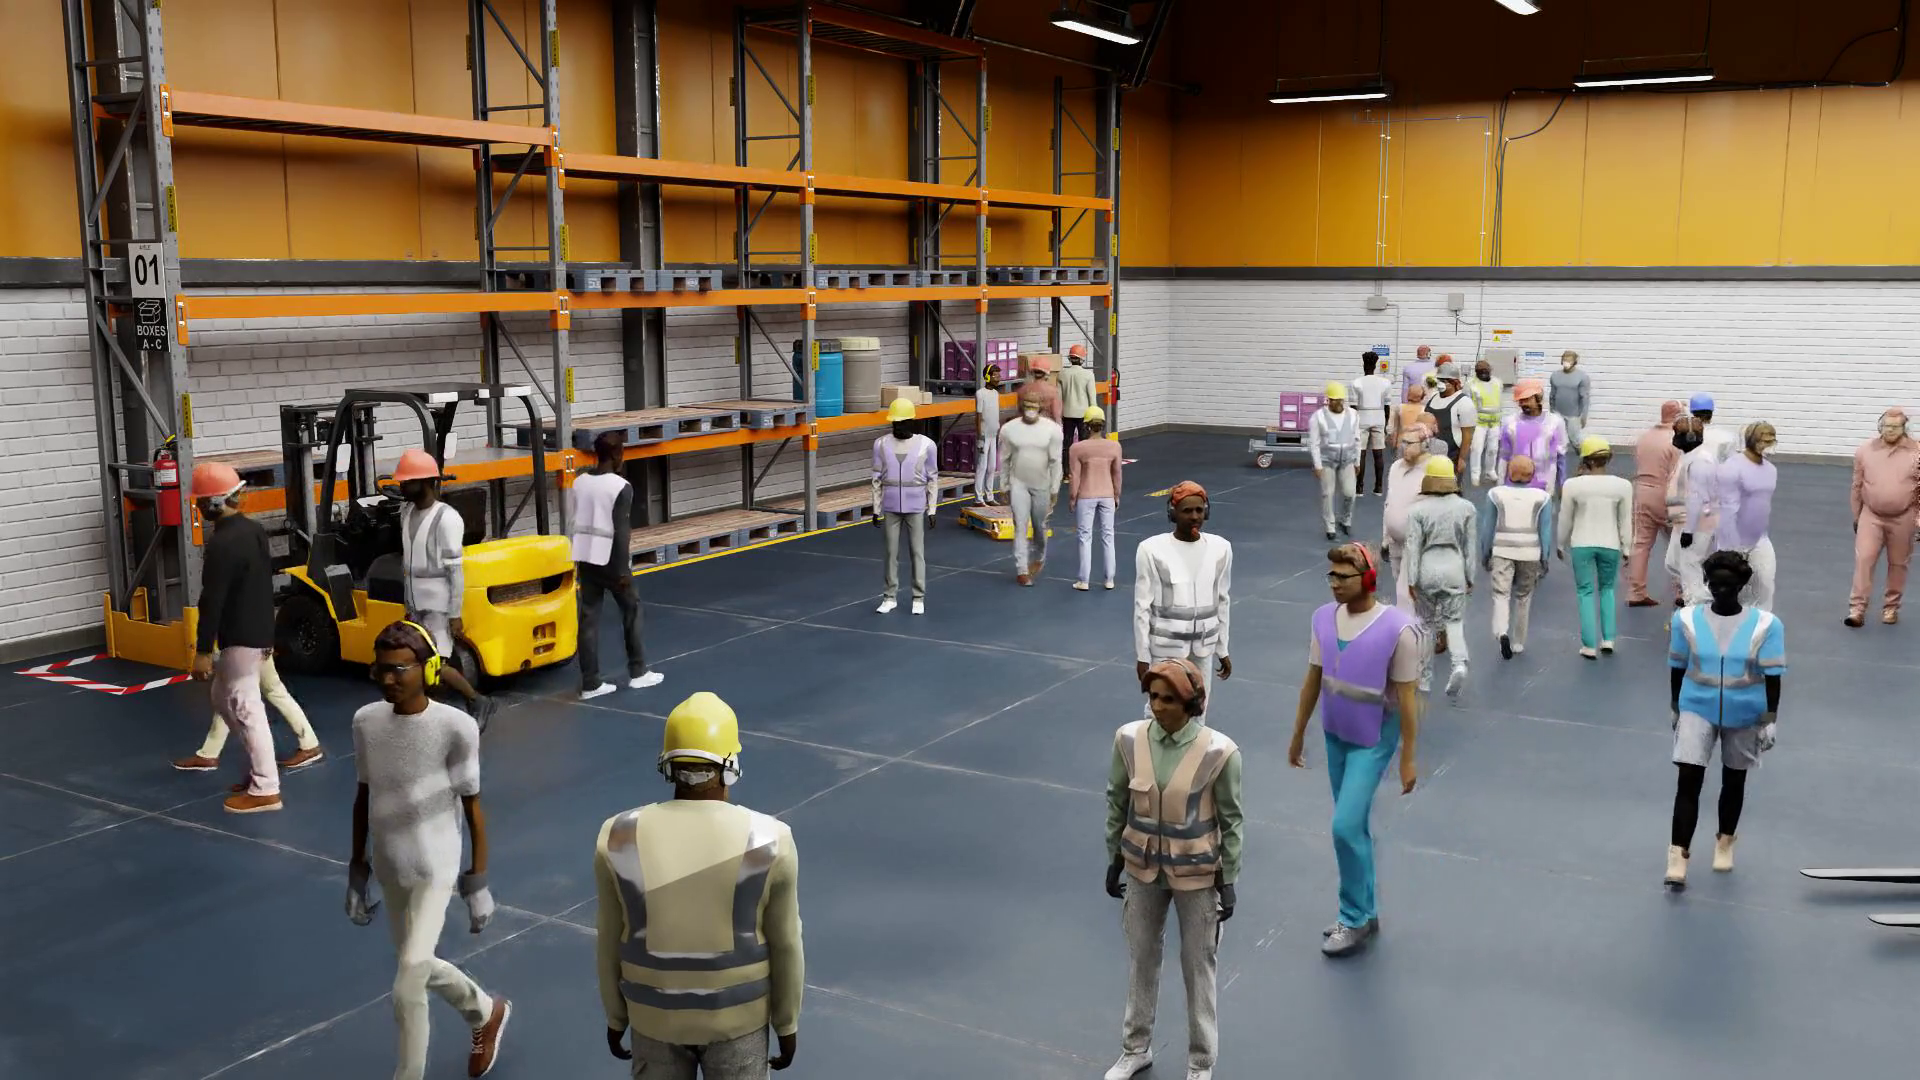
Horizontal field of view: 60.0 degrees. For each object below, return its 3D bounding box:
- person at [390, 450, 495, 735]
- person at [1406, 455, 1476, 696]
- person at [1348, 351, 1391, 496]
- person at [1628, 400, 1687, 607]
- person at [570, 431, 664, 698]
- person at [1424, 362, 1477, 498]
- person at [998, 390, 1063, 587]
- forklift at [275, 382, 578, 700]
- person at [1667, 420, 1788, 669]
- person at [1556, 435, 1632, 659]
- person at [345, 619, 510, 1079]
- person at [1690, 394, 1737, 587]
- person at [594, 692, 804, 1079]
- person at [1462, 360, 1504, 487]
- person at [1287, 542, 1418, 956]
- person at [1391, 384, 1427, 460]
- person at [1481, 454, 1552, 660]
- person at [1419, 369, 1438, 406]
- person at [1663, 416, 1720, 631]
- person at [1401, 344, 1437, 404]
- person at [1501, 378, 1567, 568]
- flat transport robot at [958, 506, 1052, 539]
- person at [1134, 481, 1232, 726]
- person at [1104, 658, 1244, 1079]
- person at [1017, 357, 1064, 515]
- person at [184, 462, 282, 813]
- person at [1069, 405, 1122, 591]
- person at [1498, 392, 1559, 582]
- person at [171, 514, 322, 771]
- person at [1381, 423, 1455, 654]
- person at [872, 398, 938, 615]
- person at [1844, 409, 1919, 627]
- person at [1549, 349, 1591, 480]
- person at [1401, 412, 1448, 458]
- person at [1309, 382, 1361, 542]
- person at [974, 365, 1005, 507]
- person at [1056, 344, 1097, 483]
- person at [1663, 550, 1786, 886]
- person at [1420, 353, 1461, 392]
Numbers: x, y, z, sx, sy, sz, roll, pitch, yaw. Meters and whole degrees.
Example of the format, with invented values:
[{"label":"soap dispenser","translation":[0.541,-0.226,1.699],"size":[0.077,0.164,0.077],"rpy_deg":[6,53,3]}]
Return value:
[{"label":"person","translation":[-3.273,0.388,10.400],"size":[0.558,1.925,0.517],"rpy_deg":[7,12,38]},{"label":"person","translation":[3.419,0.263,11.806],"size":[0.500,1.724,0.614],"rpy_deg":[1,9,6]},{"label":"person","translation":[5.513,-1.563,22.465],"size":[0.607,1.966,0.373],"rpy_deg":[-1,9,-4]},{"label":"person","translation":[6.419,-0.322,14.993],"size":[0.803,1.874,0.641],"rpy_deg":[-3,10,-19]},{"label":"person","translation":[-2.476,0.158,11.962],"size":[0.592,1.884,0.808],"rpy_deg":[6,11,32]},{"label":"person","translation":[5.321,-0.947,18.385],"size":[0.537,2.000,0.682],"rpy_deg":[-5,10,-29]},{"label":"person","translation":[0.691,-0.535,16.284],"size":[0.628,1.902,0.927],"rpy_deg":[1,9,5]},{"label":"forklift","translation":[-3.974,-0.067,12.417],"size":[2.313,2.155,1.214],"rpy_deg":[5,11,30]},{"label":"person","translation":[6.000,0.005,12.882],"size":[0.630,1.906,0.904],"rpy_deg":[-4,10,-25]},{"label":"person","translation":[4.961,0.050,13.062],"size":[0.537,1.746,0.508],"rpy_deg":[1,9,9]},{"label":"person","translation":[-1.887,1.159,5.867],"size":[0.519,1.840,0.904],"rpy_deg":[4,10,21]},{"label":"person","translation":[6.900,-0.417,15.551],"size":[0.627,1.883,0.998],"rpy_deg":[4,10,21]},{"label":"person","translation":[-0.742,1.341,4.792],"size":[0.592,1.824,0.403],"rpy_deg":[0,9,-1]},{"label":"person","translation":[7.413,-1.641,23.480],"size":[0.726,1.802,0.472],"rpy_deg":[-3,9,-17]},{"label":"person","translation":[1.695,0.920,7.393],"size":[0.619,1.823,0.613],"rpy_deg":[-5,10,-29]},{"label":"person","translation":[5.682,-1.149,20.923],"size":[0.530,1.623,0.392],"rpy_deg":[6,11,32]},{"label":"person","translation":[4.328,0.140,12.951],"size":[0.524,1.608,0.719],"rpy_deg":[3,9,16]},{"label":"person","translation":[6.214,-1.383,22.031],"size":[0.531,1.747,0.544],"rpy_deg":[-5,11,-31]},{"label":"person","translation":[6.146,-0.131,13.969],"size":[0.435,1.821,0.667],"rpy_deg":[2,9,14]},{"label":"person","translation":[7.247,-2.110,26.079],"size":[0.643,1.905,0.400],"rpy_deg":[2,9,14]},{"label":"person","translation":[5.644,-0.602,16.390],"size":[0.621,2.005,0.852],"rpy_deg":[4,10,23]},{"label":"flat transport robot","translation":[0.510,-0.221,19.360],"size":[0.652,0.197,1.431],"rpy_deg":[-3,10,-18]},{"label":"person","translation":[1.230,0.610,9.160],"size":[0.575,1.882,0.360],"rpy_deg":[-3,10,-17]},{"label":"person","translation":[0.773,1.228,6.069],"size":[0.523,1.636,0.311],"rpy_deg":[5,10,29]},{"label":"person","translation":[0.988,-1.279,20.643],"size":[0.630,1.982,0.491],"rpy_deg":[7,11,35]},{"label":"person","translation":[-4.030,0.550,9.254],"size":[0.488,1.970,0.640],"rpy_deg":[-1,9,-5]},{"label":"person","translation":[1.278,-0.392,15.773],"size":[0.525,1.770,0.307],"rpy_deg":[-2,9,-12]},{"label":"person","translation":[5.537,-0.539,16.257],"size":[0.552,1.913,0.828],"rpy_deg":[3,10,21]},{"label":"person","translation":[-4.312,0.616,10.029],"size":[0.847,1.587,0.514],"rpy_deg":[-4,10,-24]},{"label":"person","translation":[3.559,0.025,12.836],"size":[0.858,1.884,0.646],"rpy_deg":[-4,10,-22]},{"label":"person","translation":[-0.492,-0.294,14.673],"size":[0.591,1.923,0.381],"rpy_deg":[2,9,12]},{"label":"person","translation":[7.843,-0.164,14.071],"size":[0.644,1.861,0.955],"rpy_deg":[7,11,36]},{"label":"person","translation":[8.948,-1.838,24.360],"size":[0.876,1.918,0.628],"rpy_deg":[-9,12,-43]},{"label":"person","translation":[4.692,-0.486,16.789],"size":[0.524,1.617,0.338],"rpy_deg":[7,12,38]},{"label":"person","translation":[4.211,-0.869,18.626],"size":[0.611,1.808,0.445],"rpy_deg":[-1,9,-5]},{"label":"person","translation":[0.368,-1.300,21.170],"size":[0.333,1.860,0.509],"rpy_deg":[6,11,31]},{"label":"person","translation":[1.672,-1.801,23.855],"size":[0.611,1.996,0.379],"rpy_deg":[4,10,24]},{"label":"person","translation":[3.719,0.886,8.134],"size":[0.540,1.659,0.823],"rpy_deg":[5,10,27]},{"label":"person","translation":[6.957,-1.790,24.190],"size":[0.590,1.866,0.694],"rpy_deg":[2,9,14]}]
